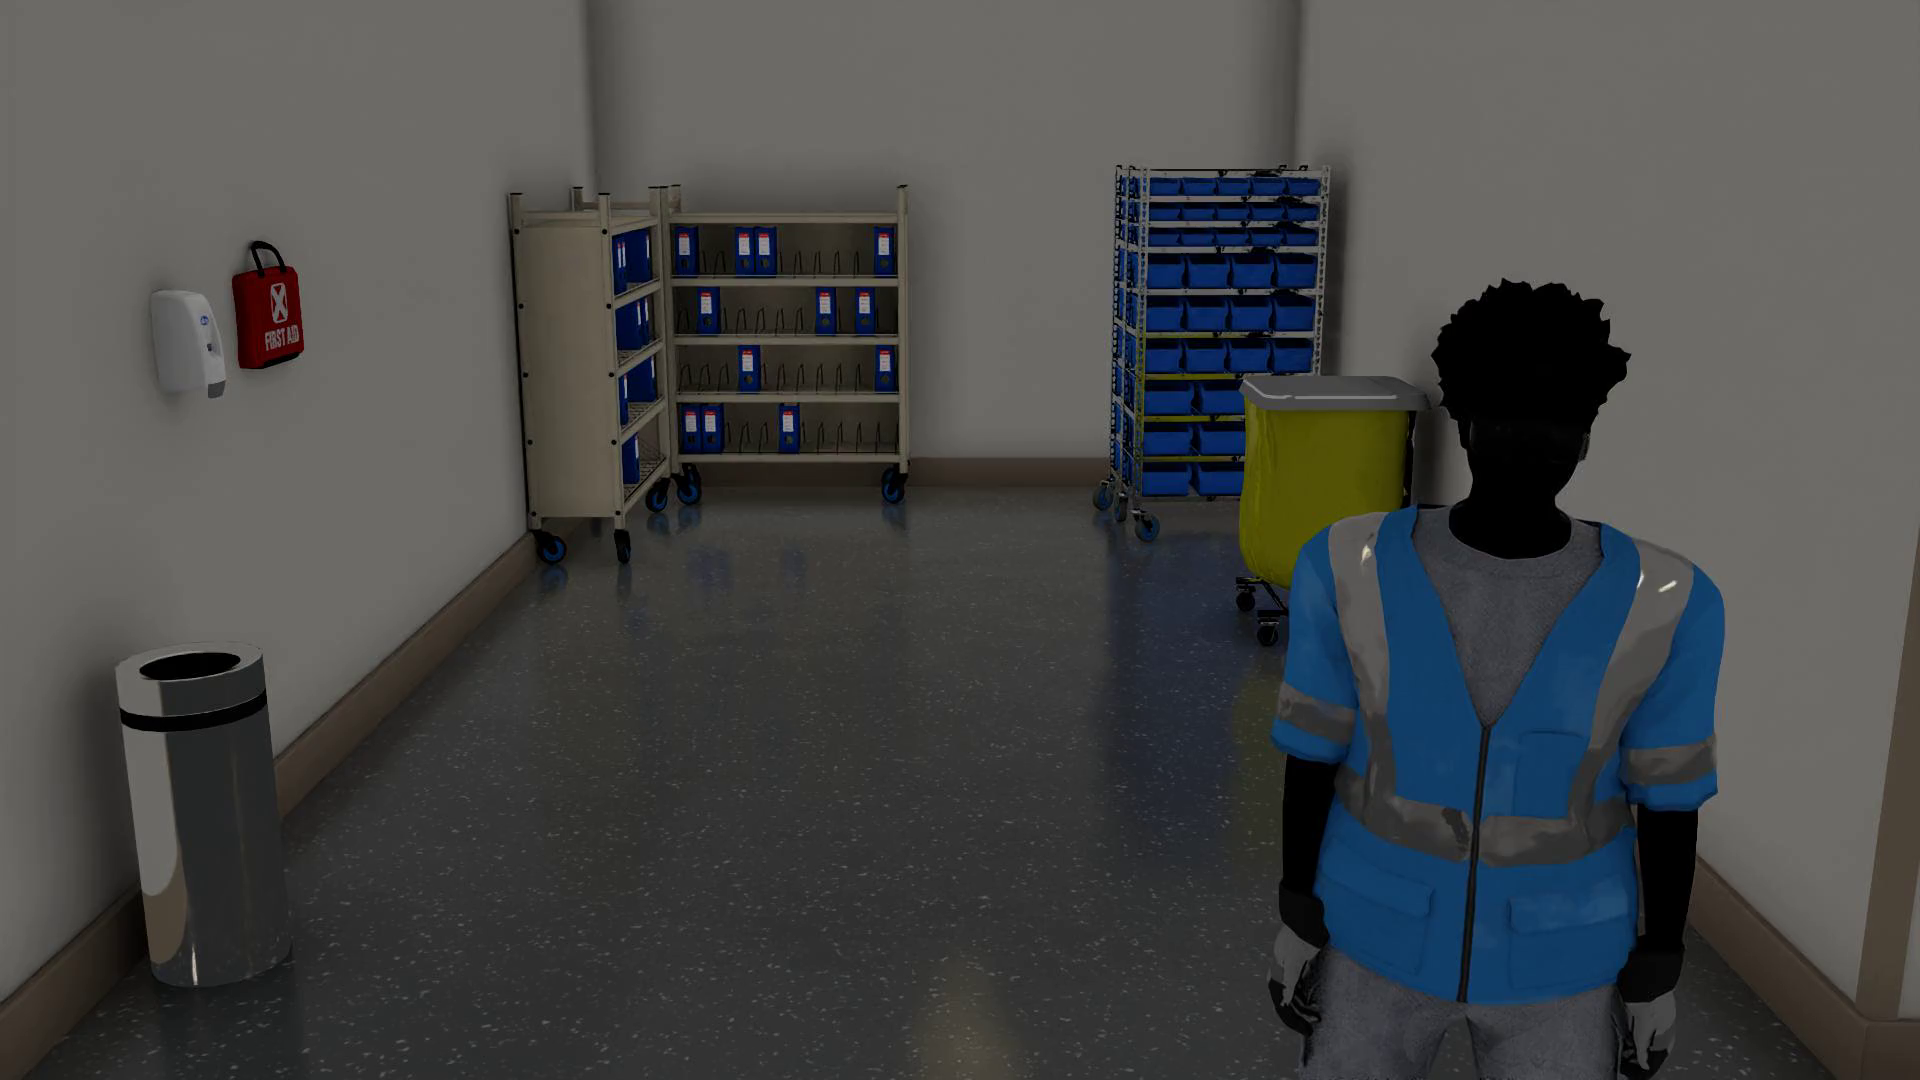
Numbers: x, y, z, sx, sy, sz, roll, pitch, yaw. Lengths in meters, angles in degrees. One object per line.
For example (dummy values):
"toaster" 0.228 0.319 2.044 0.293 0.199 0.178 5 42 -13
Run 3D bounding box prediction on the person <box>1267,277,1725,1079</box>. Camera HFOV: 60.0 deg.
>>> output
"person" 0.655 0.518 2.126 0.535 1.694 0.319 4 14 17
